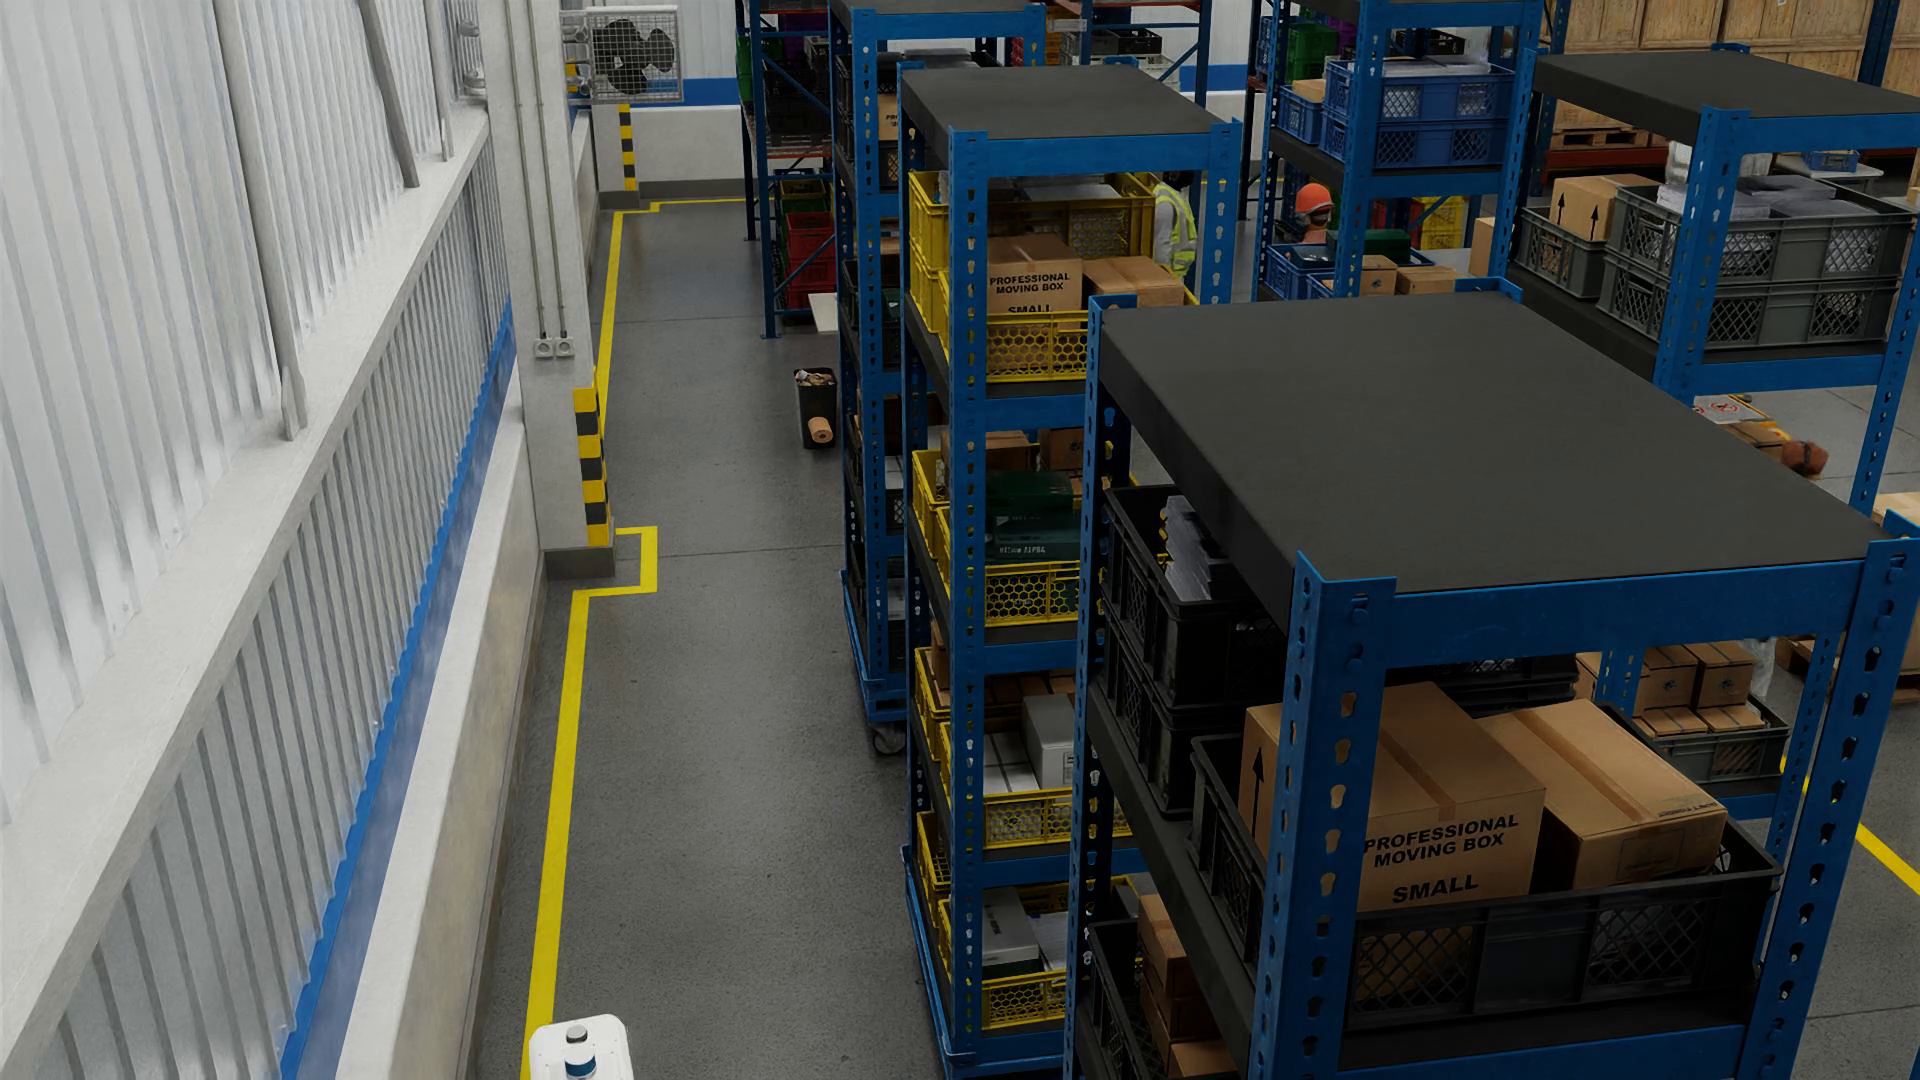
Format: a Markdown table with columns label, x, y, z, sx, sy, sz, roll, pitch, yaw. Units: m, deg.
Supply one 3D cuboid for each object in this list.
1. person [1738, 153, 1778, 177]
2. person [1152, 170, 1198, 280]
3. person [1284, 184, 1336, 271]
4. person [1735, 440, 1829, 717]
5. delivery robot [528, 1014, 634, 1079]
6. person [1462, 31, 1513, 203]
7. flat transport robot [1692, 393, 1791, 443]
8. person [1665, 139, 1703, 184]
| label | x | y | z | sx | sy | sz | roll | pitch | yaw |
| --- | --- | --- | --- | --- | --- | --- | --- | --- | --- |
| person | 7.601 | -3.518 | 16.013 | 0.520 | 1.873 | 0.333 | -6 | 25 | -13 |
| person | 1.638 | -2.131 | 13.047 | 0.429 | 1.836 | 0.629 | 6 | 25 | 12 |
| person | 2.366 | -1.429 | 11.336 | 0.611 | 1.985 | 0.393 | -16 | 29 | -30 |
| person | 3.860 | 0.292 | 8.015 | 0.337 | 1.627 | 0.534 | 8 | 26 | 17 |
| delivery robot | -1.268 | 1.926 | 5.633 | 0.477 | 0.478 | 0.707 | -7 | 26 | -15 |
| person | 5.788 | -4.703 | 18.551 | 0.526 | 1.904 | 0.635 | 8 | 26 | 18 |
| flat transport robot | 5.224 | -0.859 | 12.132 | 1.431 | 0.197 | 0.652 | -4 | 25 | -8 |
| person | 6.751 | -3.168 | 15.304 | 0.380 | 1.853 | 0.764 | -10 | 26 | -20 |
